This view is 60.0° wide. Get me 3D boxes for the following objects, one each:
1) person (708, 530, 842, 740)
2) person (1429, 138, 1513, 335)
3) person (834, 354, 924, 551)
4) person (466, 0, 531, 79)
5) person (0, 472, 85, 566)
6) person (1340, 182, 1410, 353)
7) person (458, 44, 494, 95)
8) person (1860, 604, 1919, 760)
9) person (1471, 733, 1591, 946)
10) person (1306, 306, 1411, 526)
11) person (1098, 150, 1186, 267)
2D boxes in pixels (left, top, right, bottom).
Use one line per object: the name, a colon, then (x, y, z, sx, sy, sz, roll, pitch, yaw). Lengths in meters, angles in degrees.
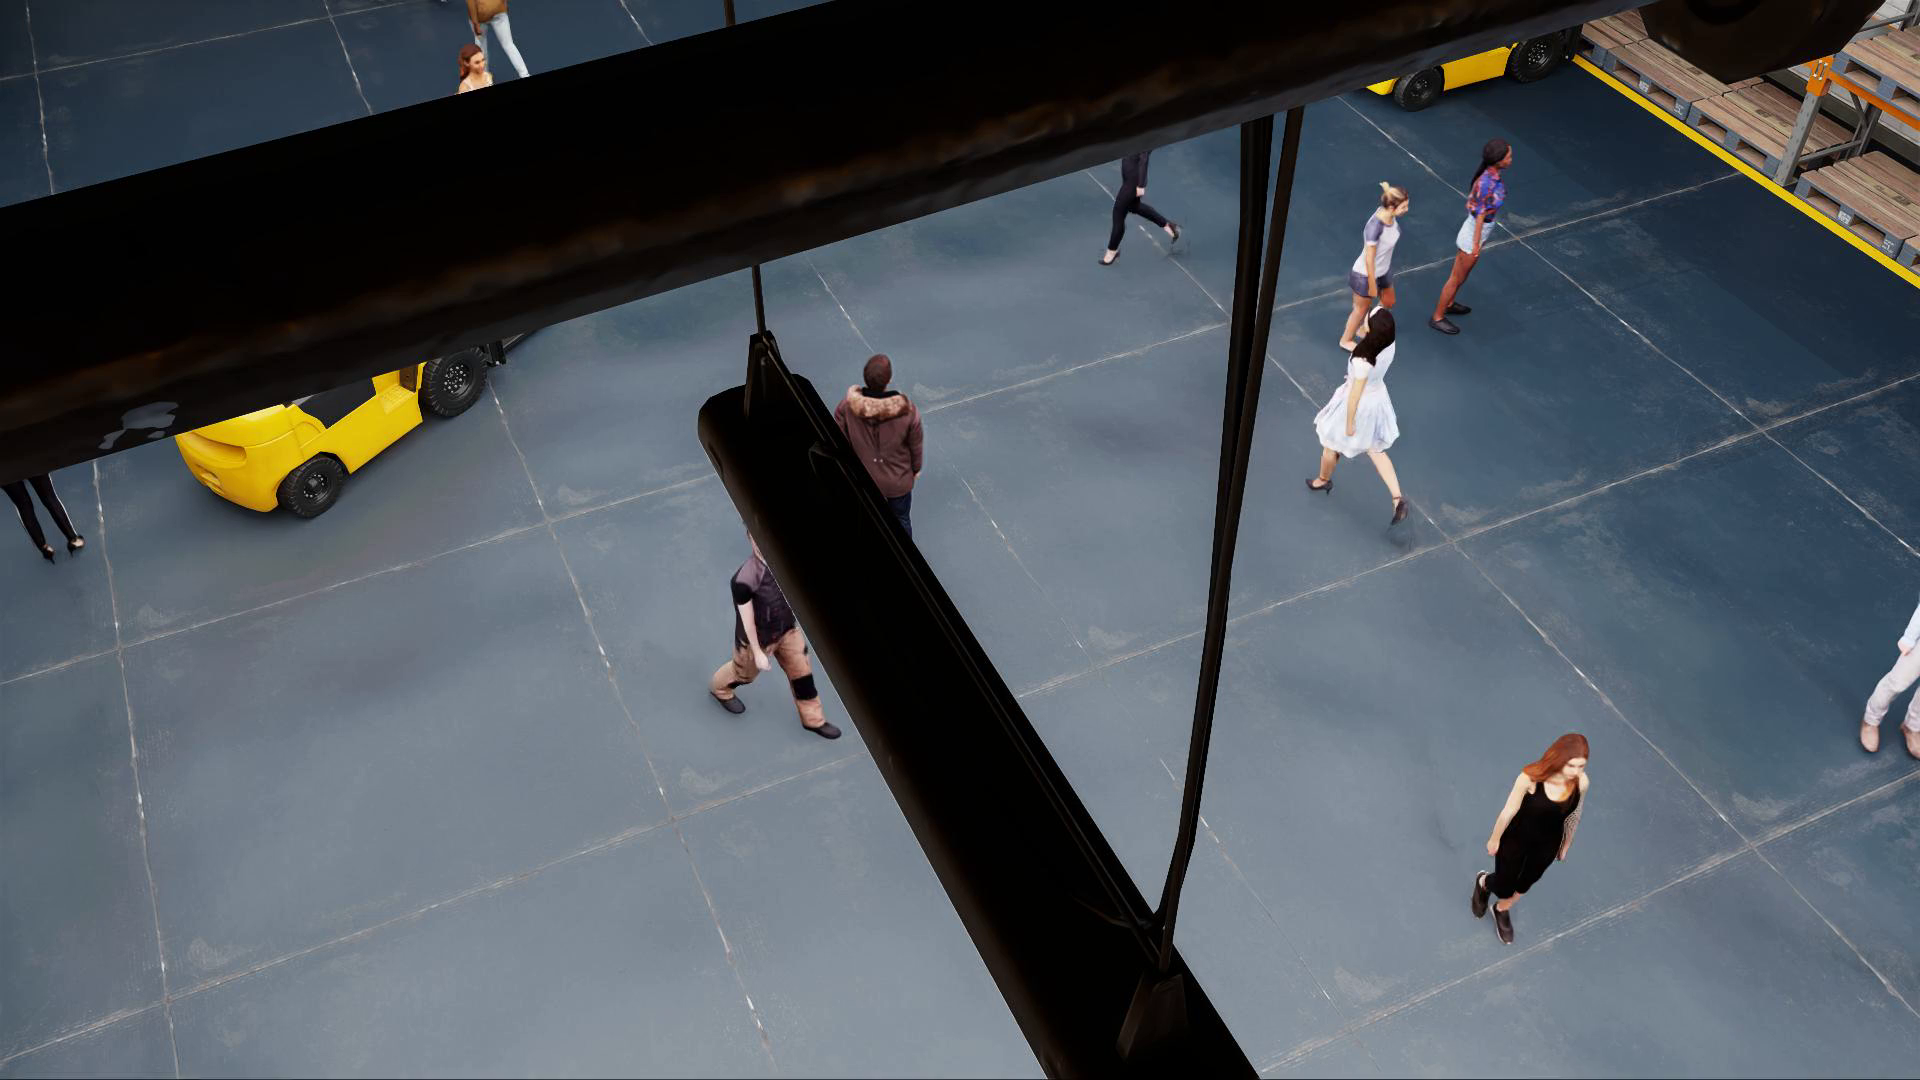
person: (-1.285, 0.523, 10.353, 1.275, 1.801, 1.041, 28, 50, 26)
person: (4.183, -2.491, 13.563, 0.741, 1.737, 0.694, 18, 46, 18)
person: (-0.534, -0.487, 11.380, 0.864, 1.847, 0.873, 5, 44, 5)
person: (-4.567, -5.161, 16.343, 0.908, 1.769, 1.327, -31, 52, -29)
person: (-6.538, -0.521, 11.519, 0.614, 1.705, 0.509, -19, 47, -19)
person: (3.238, -2.183, 13.332, 0.734, 1.610, 0.702, 25, 49, 24)
person: (-4.243, -3.538, 14.655, 1.196, 1.748, 0.948, 27, 50, 25)
person: (6.037, 0.595, 10.215, 0.752, 1.888, 0.764, 4, 44, 4)
person: (3.166, 1.593, 9.291, 0.717, 1.718, 0.775, -1, 44, -1)
person: (2.927, -0.849, 11.806, 0.844, 1.784, 1.218, -30, 51, -28)
person: (1.558, -3.087, 14.222, 0.831, 1.691, 1.005, -6, 44, -7)
